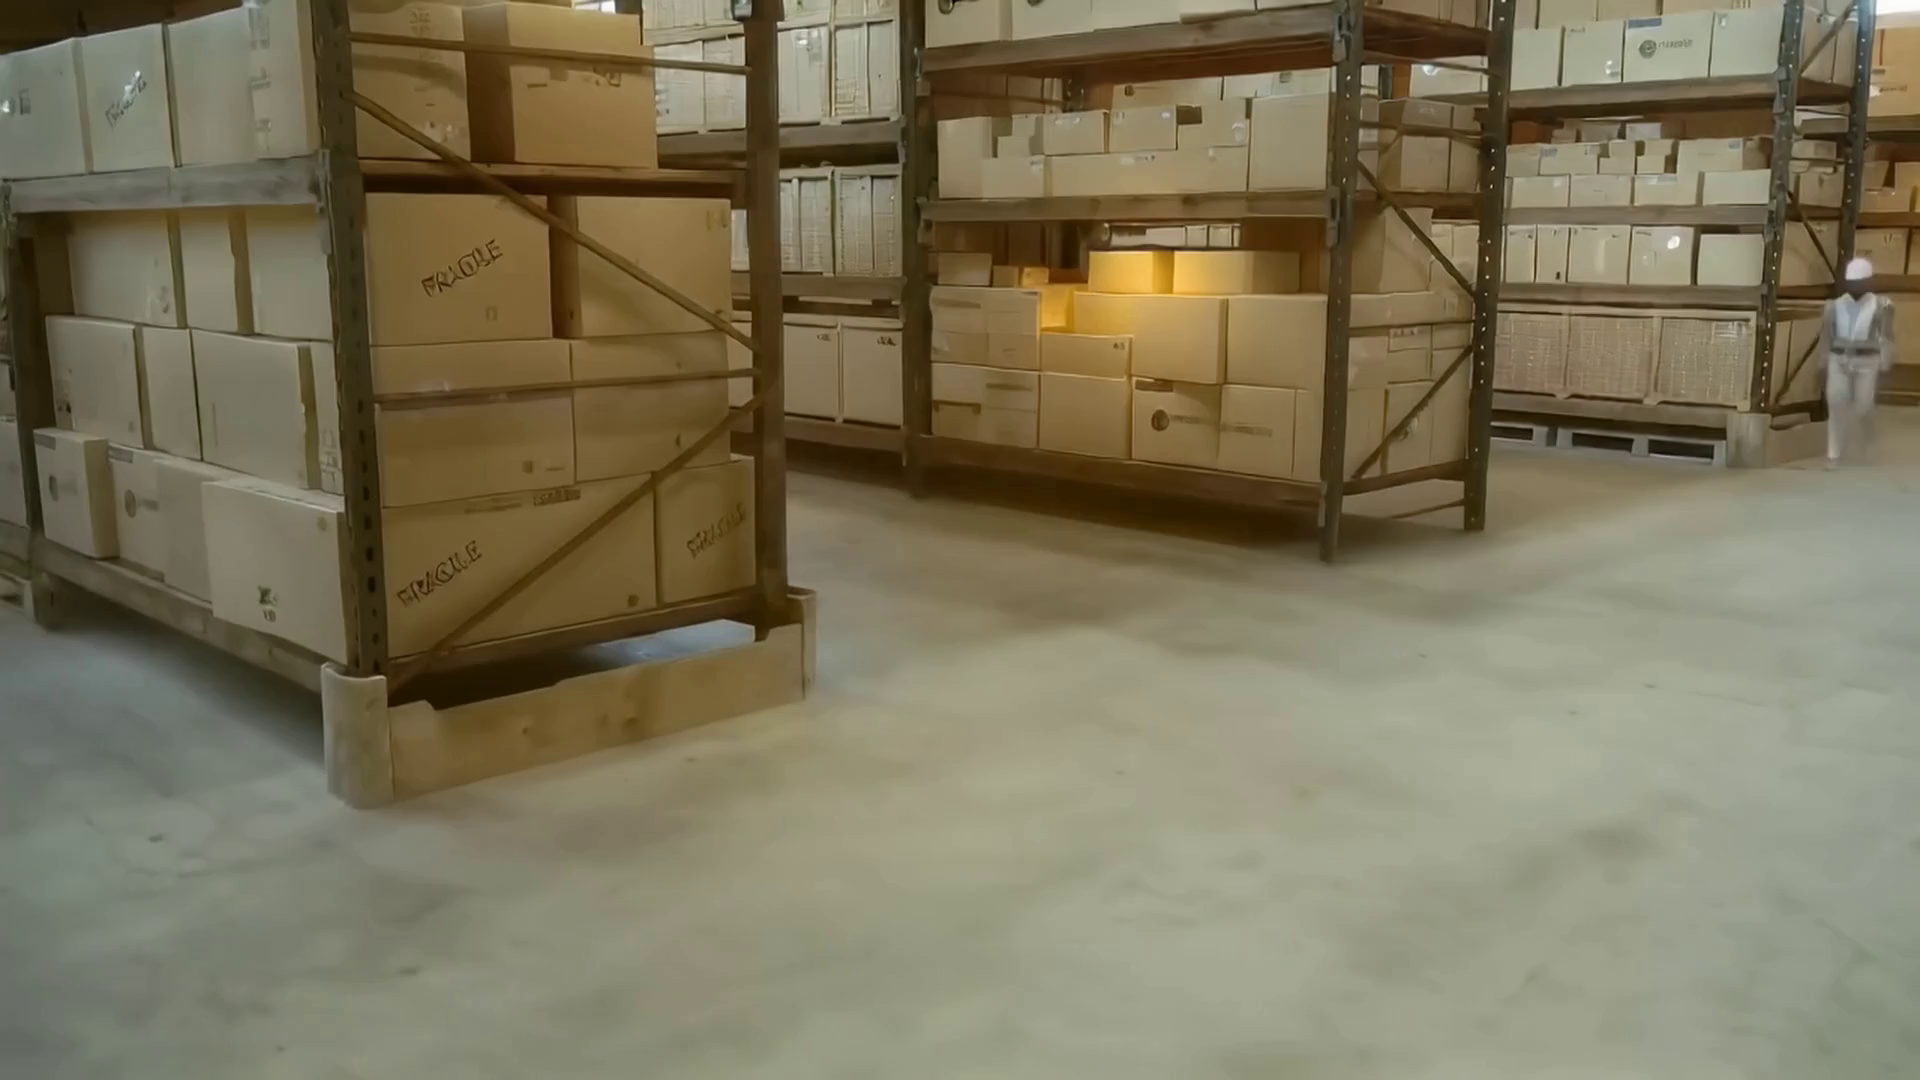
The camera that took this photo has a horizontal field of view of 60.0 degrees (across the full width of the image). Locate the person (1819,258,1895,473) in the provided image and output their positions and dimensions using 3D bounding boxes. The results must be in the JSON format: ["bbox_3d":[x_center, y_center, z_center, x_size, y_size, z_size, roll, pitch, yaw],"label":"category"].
[{"bbox_3d":[8.104,-1.581,15.048,0.616,1.933,0.644,9,14,40],"label":"person"}]
